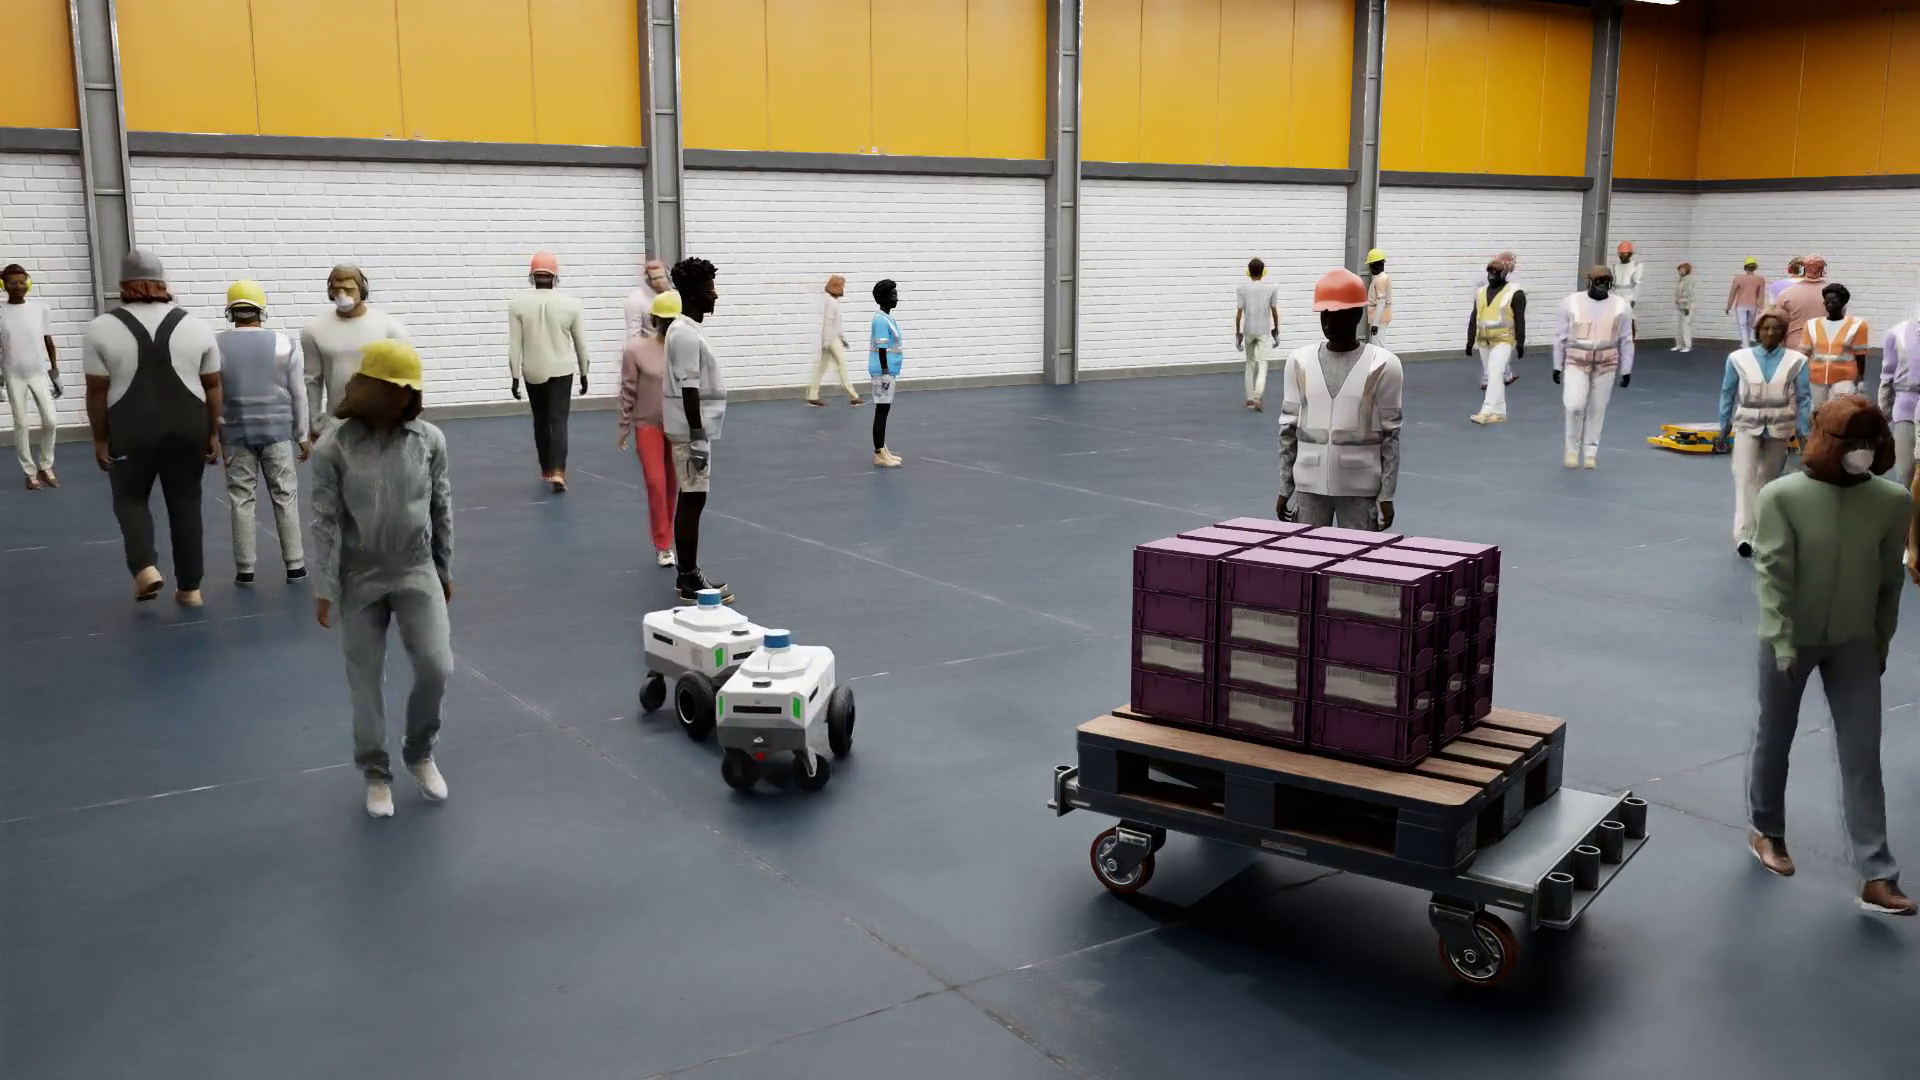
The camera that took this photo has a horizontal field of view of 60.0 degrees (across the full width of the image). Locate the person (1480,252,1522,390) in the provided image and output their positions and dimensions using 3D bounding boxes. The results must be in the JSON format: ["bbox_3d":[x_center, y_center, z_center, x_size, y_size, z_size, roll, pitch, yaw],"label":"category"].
[{"bbox_3d":[7.502,-3.000,22.813,0.966,1.856,0.659,-6,12,-29],"label":"person"}]

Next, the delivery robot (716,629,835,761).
[{"bbox_3d":[-0.707,0.591,6.454,0.477,0.478,0.707,1,10,6],"label":"delivery robot"}]

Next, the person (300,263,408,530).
[{"bbox_3d":[-3.647,-0.714,10.106,0.640,1.922,0.507,-2,10,-9],"label":"person"}]

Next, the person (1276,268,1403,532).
[{"bbox_3d":[1.692,-0.246,7.507,0.553,1.935,0.362,5,12,27],"label":"person"}]

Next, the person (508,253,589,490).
[{"bbox_3d":[-3.406,-1.395,13.793,0.641,1.954,1.014,-2,10,-9],"label":"person"}]

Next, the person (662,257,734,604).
[{"bbox_3d":[-1.508,-0.620,9.475,0.367,1.966,0.604,-2,11,-12],"label":"person"}]

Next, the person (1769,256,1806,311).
[{"bbox_3d":[10.058,-2.497,20.098,0.572,1.843,0.373,7,12,33],"label":"person"}]

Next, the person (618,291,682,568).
[{"bbox_3d":[-1.839,-0.689,10.474,0.548,1.726,0.770,-5,11,-25],"label":"person"}]

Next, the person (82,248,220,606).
[{"bbox_3d":[-4.500,-0.628,9.313,0.690,2.000,0.543,-7,12,-32],"label":"person"}]

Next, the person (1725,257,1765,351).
[{"bbox_3d":[13.483,-3.978,28.558,0.536,1.718,0.887,1,10,6],"label":"person"}]

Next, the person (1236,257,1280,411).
[{"bbox_3d":[3.580,-2.485,20.063,0.526,1.842,0.832,3,11,16],"label":"person"}]

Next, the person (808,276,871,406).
[{"bbox_3d":[-1.482,-2.415,20.323,0.847,1.590,0.506,-1,10,-5],"label":"person"}]

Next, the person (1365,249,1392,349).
[{"bbox_3d":[5.637,-2.968,22.484,0.379,1.918,0.585,3,11,17],"label":"person"}]

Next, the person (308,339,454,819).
[{"bbox_3d":[-2.056,0.145,5.937,0.517,1.717,0.387,-6,12,-29],"label":"person"}]

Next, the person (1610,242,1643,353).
[{"bbox_3d":[11.729,-4.259,29.407,0.607,1.976,1.081,10,14,43],"label":"person"}]

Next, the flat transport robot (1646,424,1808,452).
[{"bbox_3d":[7.567,-1.013,16.282,1.431,0.197,0.652,-1,10,-8],"label":"flat transport robot"}]

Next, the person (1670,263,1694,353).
[{"bbox_3d":[13.015,-4.165,29.871,0.454,1.606,0.534,-2,11,-10],"label":"person"}]

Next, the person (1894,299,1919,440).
[{"bbox_3d":[8.964,-1.620,15.231,0.421,1.865,0.612,2,10,9],"label":"person"}]

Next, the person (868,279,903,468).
[{"bbox_3d":[-0.674,-1.509,15.093,0.318,1.697,0.534,0,10,1],"label":"person"}]

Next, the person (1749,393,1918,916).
[{"bbox_3d":[2.714,0.351,5.167,0.494,1.591,0.813,1,10,6],"label":"person"}]

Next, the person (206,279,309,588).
[{"bbox_3d":[-4.189,-0.630,9.905,0.601,1.827,0.403,-4,11,-23],"label":"person"}]

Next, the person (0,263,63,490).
[{"bbox_3d":[-7.641,-1.324,13.625,0.551,1.856,0.494,-9,13,-39],"label":"person"}]

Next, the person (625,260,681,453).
[{"bbox_3d":[-2.800,-1.680,15.589,0.680,1.851,0.922,-8,13,-37],"label":"person"}]

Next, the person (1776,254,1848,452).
[{"bbox_3d":[8.191,-1.799,16.099,0.639,1.910,0.407,3,11,15],"label":"person"}]

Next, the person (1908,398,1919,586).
[{"bbox_3d":[3.913,0.012,6.389,0.526,1.831,0.635,7,13,34],"label":"person"}]

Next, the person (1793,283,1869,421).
[{"bbox_3d":[7.474,-1.362,14.332,0.552,1.670,0.627,9,14,41],"label":"person"}]

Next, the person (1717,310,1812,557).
[{"bbox_3d":[5.224,-0.681,10.798,0.541,1.591,0.831,4,11,20],"label":"person"}]

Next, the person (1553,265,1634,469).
[{"bbox_3d":[5.646,-1.526,14.820,0.667,1.822,0.556,3,11,14],"label":"person"}]

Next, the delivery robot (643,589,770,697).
[{"bbox_3d":[-1.079,0.455,7.198,0.477,0.478,0.707,-8,13,-37],"label":"delivery robot"}]

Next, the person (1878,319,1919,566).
[{"bbox_3d":[6.288,-0.812,10.797,0.589,1.881,0.980,6,12,28],"label":"person"}]

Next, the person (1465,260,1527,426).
[{"bbox_3d":[5.867,-2.176,18.426,0.882,1.810,0.649,-7,12,-33],"label":"person"}]
